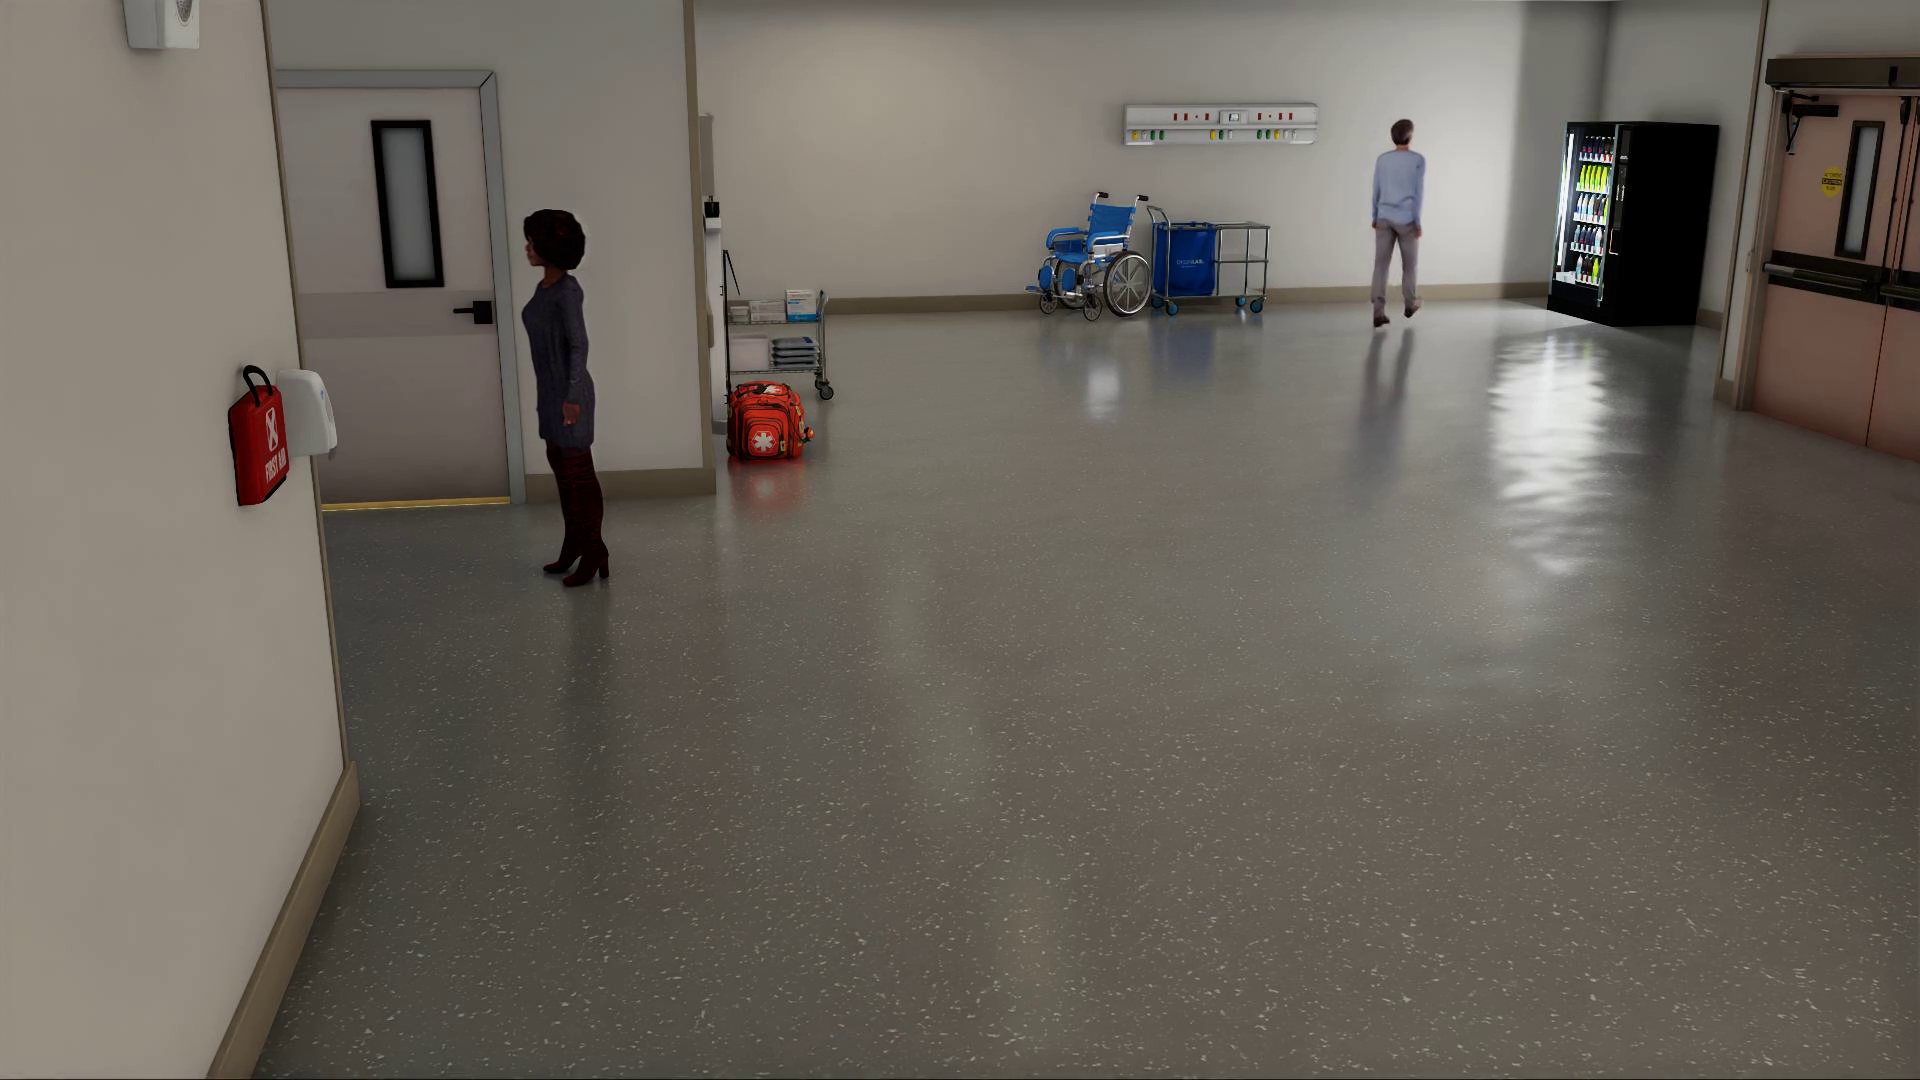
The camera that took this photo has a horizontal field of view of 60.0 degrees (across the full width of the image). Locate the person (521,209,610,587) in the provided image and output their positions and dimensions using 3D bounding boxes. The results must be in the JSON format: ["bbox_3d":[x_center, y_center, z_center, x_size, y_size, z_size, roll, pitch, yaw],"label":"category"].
[{"bbox_3d":[-1.812,-0.651,7.636,0.714,1.710,0.566,-9,18,-30],"label":"person"}]

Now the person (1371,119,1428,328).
[{"bbox_3d":[3.963,-2.858,15.217,1.168,1.843,1.280,9,18,29],"label":"person"}]
